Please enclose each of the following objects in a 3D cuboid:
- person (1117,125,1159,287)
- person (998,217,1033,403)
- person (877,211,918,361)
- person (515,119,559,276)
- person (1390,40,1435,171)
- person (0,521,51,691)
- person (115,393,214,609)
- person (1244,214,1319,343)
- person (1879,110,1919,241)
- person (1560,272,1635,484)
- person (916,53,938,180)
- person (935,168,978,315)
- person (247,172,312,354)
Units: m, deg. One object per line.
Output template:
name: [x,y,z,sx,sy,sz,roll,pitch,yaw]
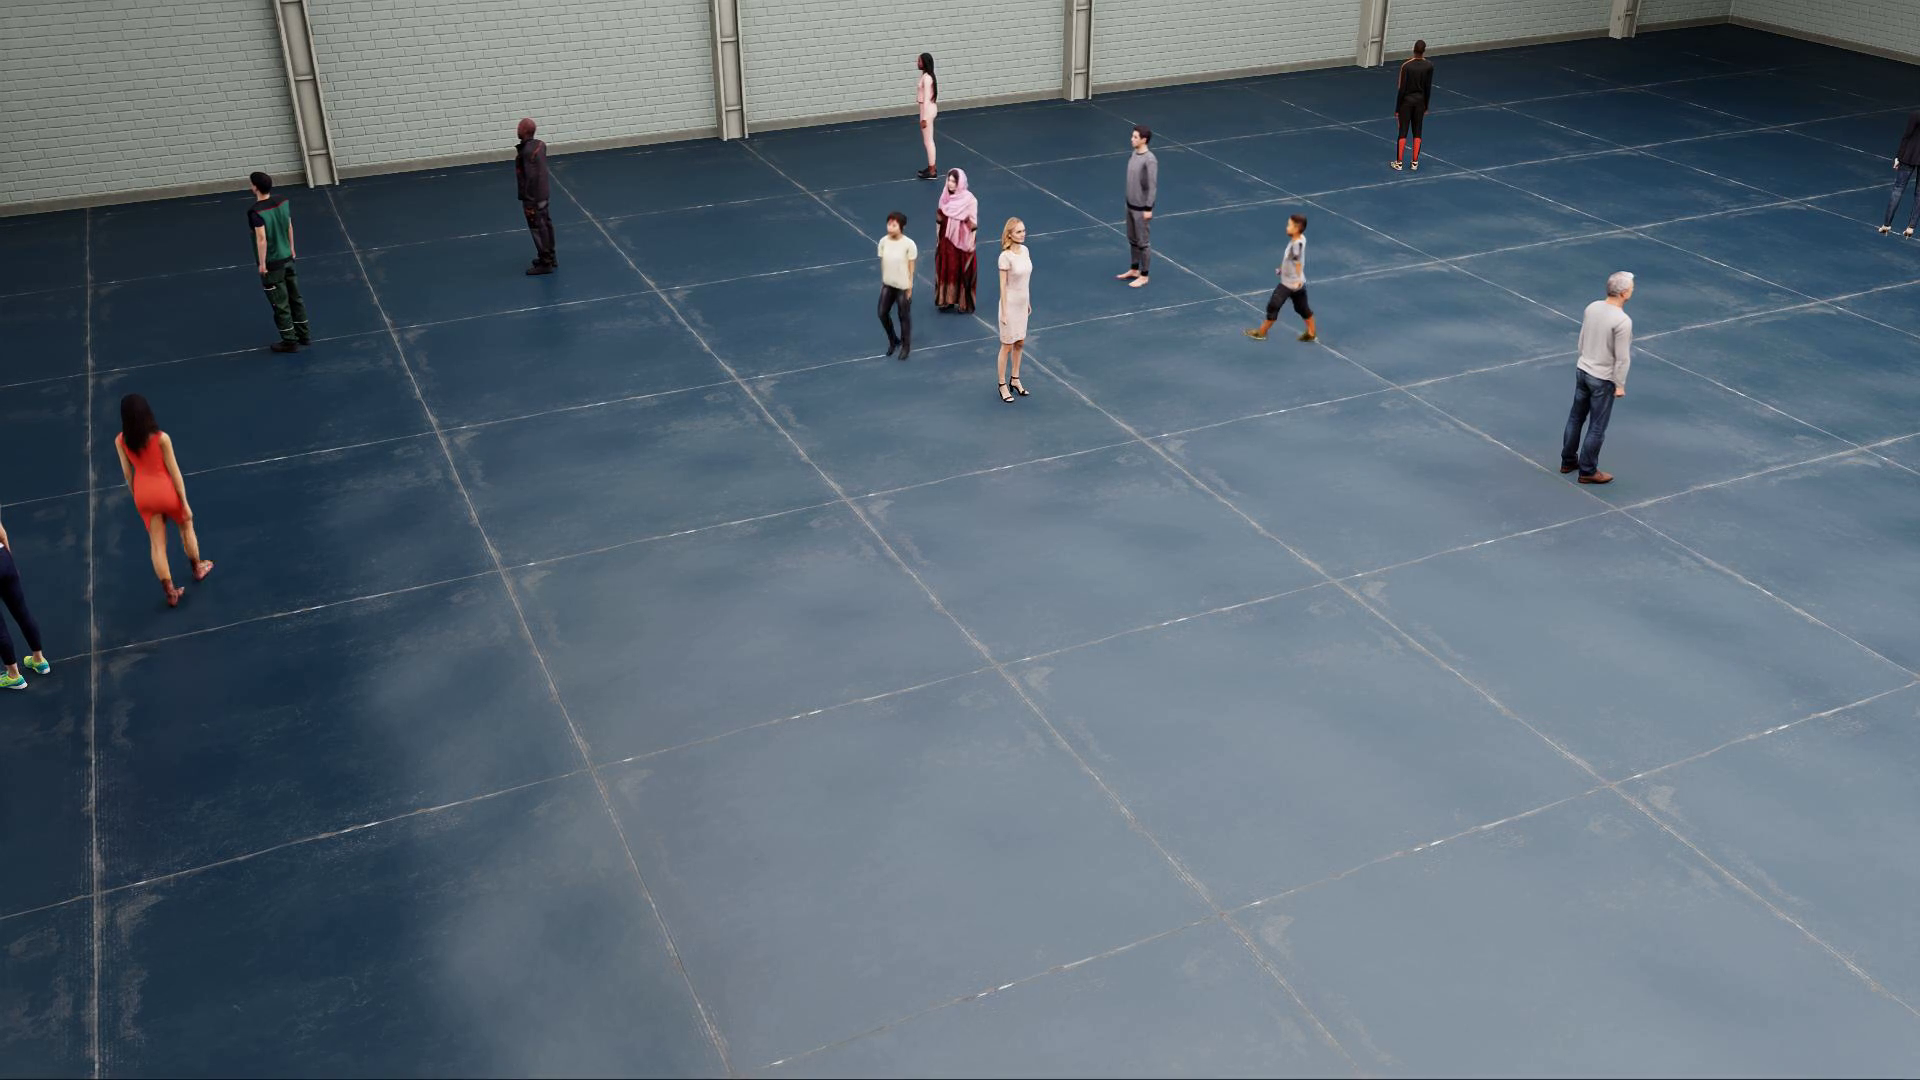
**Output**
person: [2.082,-3.881,19.235,0.545,1.843,0.701,-10,30,-18]
person: [0.516,-2.254,16.194,0.693,1.831,0.558,23,36,37]
person: [-0.608,-2.638,17.184,0.705,1.577,0.747,13,31,23]
person: [-4.984,-4.062,19.594,0.769,1.826,0.785,1,28,2]
person: [6.414,-6.171,23.572,0.601,1.808,0.758,-2,28,-3]
person: [-6.775,0.250,11.628,0.746,1.702,0.668,12,30,22]
person: [-6.094,-0.262,12.593,0.889,1.698,0.851,-2,28,-4]
person: [3.601,-2.798,17.653,1.065,1.419,0.957,7,29,13]
person: [10.861,-4.325,18.905,0.823,1.783,0.795,9,29,16]
person: [5.592,-1.430,14.561,0.646,1.911,0.749,-9,29,-17]
person: [-0.445,-5.915,23.188,0.644,1.718,0.670,-2,28,-3]
person: [-0.035,-3.317,18.395,0.760,1.637,0.809,11,30,21]
person: [-7.130,-2.910,17.352,0.802,1.900,0.757,8,29,15]
